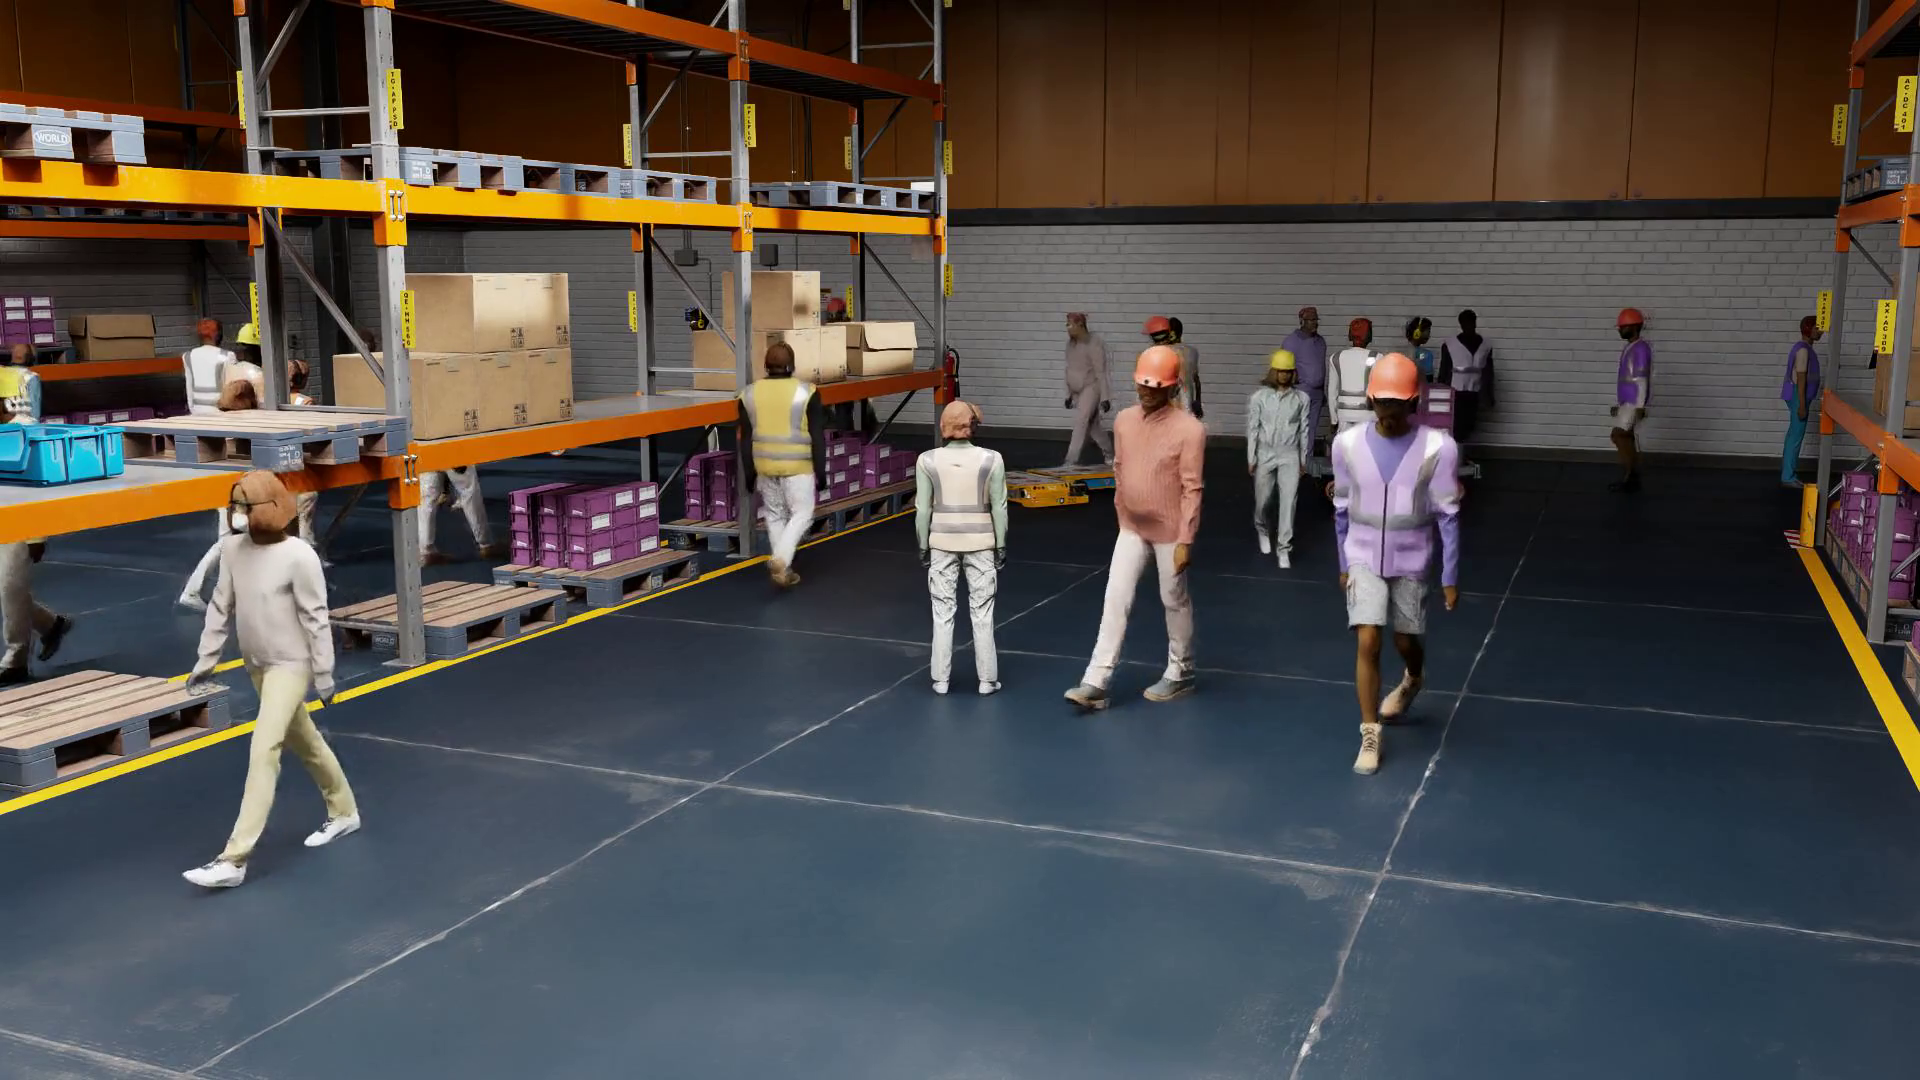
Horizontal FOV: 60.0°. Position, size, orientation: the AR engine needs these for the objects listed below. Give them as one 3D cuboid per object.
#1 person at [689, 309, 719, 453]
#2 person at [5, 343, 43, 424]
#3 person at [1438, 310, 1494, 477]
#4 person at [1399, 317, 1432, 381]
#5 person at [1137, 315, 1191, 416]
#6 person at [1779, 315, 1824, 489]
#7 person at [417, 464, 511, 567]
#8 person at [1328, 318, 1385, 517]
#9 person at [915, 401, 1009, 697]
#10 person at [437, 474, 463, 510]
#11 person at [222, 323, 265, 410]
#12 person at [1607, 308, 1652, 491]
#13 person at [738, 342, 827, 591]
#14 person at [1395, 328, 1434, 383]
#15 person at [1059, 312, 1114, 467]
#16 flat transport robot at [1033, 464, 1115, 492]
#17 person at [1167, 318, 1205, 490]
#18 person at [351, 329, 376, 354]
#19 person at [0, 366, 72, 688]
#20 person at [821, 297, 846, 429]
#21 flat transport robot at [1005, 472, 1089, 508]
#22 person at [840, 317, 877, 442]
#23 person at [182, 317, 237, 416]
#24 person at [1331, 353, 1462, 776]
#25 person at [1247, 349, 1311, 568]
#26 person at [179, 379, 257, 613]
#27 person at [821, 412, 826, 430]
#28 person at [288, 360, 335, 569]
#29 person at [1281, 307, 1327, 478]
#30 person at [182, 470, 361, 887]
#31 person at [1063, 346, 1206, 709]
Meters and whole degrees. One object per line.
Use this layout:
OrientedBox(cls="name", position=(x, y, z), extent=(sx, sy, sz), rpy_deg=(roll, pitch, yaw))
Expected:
OrientedBox(cls="person", position=(-3.025, -1.797, 19.694), extent=(0.323, 1.862, 0.510), rpy_deg=(-1, 9, -8))
OrientedBox(cls="person", position=(-9.295, -1.149, 16.541), extent=(0.531, 1.594, 0.737), rpy_deg=(5, 11, 27))
OrientedBox(cls="person", position=(5.699, -1.686, 18.958), extent=(0.605, 1.887, 0.764), rpy_deg=(-2, 10, -13))
OrientedBox(cls="person", position=(4.851, -1.469, 17.838), extent=(0.923, 1.810, 0.573), rpy_deg=(1, 9, 5))
OrientedBox(cls="person", position=(1.940, -1.203, 15.973), extent=(0.782, 1.896, 0.567), rpy_deg=(-8, 12, -38))
OrientedBox(cls="person", position=(8.953, -1.470, 17.741), extent=(0.373, 1.843, 0.572), rpy_deg=(5, 10, 26))
OrientedBox(cls="person", position=(-4.024, -0.720, 13.288), extent=(0.659, 1.808, 0.883), rpy_deg=(6, 11, 30))
OrientedBox(cls="person", position=(3.726, -1.130, 15.569), extent=(0.574, 1.882, 0.356), rpy_deg=(7, 12, 36))
OrientedBox(cls="person", position=(0.011, 0.054, 9.134), extent=(0.512, 1.639, 0.311), rpy_deg=(1, 9, 6))
OrientedBox(cls="person", position=(-4.990, -1.138, 16.168), extent=(0.540, 1.700, 0.316), rpy_deg=(5, 10, 26))
OrientedBox(cls="person", position=(-5.673, -0.793, 13.435), extent=(0.595, 1.904, 0.496), rpy_deg=(8, 12, 39))
OrientedBox(cls="person", position=(6.953, -1.451, 17.391), extent=(0.457, 1.922, 0.585), rpy_deg=(1, 9, 6))
OrientedBox(cls="person", position=(-1.290, -0.518, 12.032), extent=(0.637, 1.826, 0.696), rpy_deg=(3, 10, 16))
OrientedBox(cls="person", position=(5.357, -1.713, 19.670), extent=(0.530, 1.693, 0.321), rpy_deg=(8, 13, 42))
OrientedBox(cls="person", position=(1.467, -1.655, 18.888), extent=(1.005, 1.858, 0.693), rpy_deg=(-4, 10, -25))
OrientedBox(cls="flat transport robot", position=(1.357, -0.650, 17.533), extent=(1.431, 0.197, 0.652), rpy_deg=(-6, 11, -31))
OrientedBox(cls="person", position=(2.303, -1.401, 17.380), extent=(0.584, 1.837, 0.375), rpy_deg=(-5, 11, -28))
OrientedBox(cls="person", position=(-7.009, -1.681, 19.694), extent=(0.519, 1.623, 0.561), rpy_deg=(1, 9, 5))
OrientedBox(cls="person", position=(-5.373, -0.090, 9.444), extent=(0.612, 1.816, 0.565), rpy_deg=(5, 11, 27))
OrientedBox(cls="person", position=(-1.483, -1.974, 20.365), extent=(0.465, 1.981, 0.643), rpy_deg=(4, 10, 24))
OrientedBox(cls="flat transport robot", position=(0.618, -0.525, 16.772), extent=(0.652, 0.197, 1.431), rpy_deg=(-6, 11, -31))
OrientedBox(cls="person", position=(-1.157, -1.664, 18.966), extent=(0.556, 1.823, 0.636), rpy_deg=(6, 11, 32))
OrientedBox(cls="person", position=(-7.310, -1.240, 16.291), extent=(0.577, 1.871, 0.461), rpy_deg=(1, 9, 8))
OrientedBox(cls="person", position=(2.119, 0.072, 8.041), extent=(0.624, 1.986, 0.955), rpy_deg=(4, 10, 24))
OrientedBox(cls="person", position=(2.546, -0.679, 13.324), extent=(0.486, 1.712, 0.831), rpy_deg=(1, 9, 6))
OrientedBox(cls="person", position=(-5.060, -0.313, 11.472), extent=(0.508, 1.592, 0.794), rpy_deg=(8, 13, 41))
OrientedBox(cls="person", position=(-1.567, -1.439, 17.917), extent=(0.912, 1.707, 0.540), rpy_deg=(-4, 10, -24))
OrientedBox(cls="person", position=(-5.165, -0.580, 12.970), extent=(0.522, 1.638, 0.310), rpy_deg=(5, 11, 28))
OrientedBox(cls="person", position=(3.902, -1.660, 18.704), extent=(0.655, 1.906, 0.407), rpy_deg=(-7, 12, -37))
OrientedBox(cls="person", position=(-2.698, 0.515, 6.503), extent=(0.513, 1.586, 0.879), rpy_deg=(6, 11, 32))
OrientedBox(cls="person", position=(0.964, -0.040, 8.760), extent=(0.640, 1.942, 0.982), rpy_deg=(9, 13, 43))
